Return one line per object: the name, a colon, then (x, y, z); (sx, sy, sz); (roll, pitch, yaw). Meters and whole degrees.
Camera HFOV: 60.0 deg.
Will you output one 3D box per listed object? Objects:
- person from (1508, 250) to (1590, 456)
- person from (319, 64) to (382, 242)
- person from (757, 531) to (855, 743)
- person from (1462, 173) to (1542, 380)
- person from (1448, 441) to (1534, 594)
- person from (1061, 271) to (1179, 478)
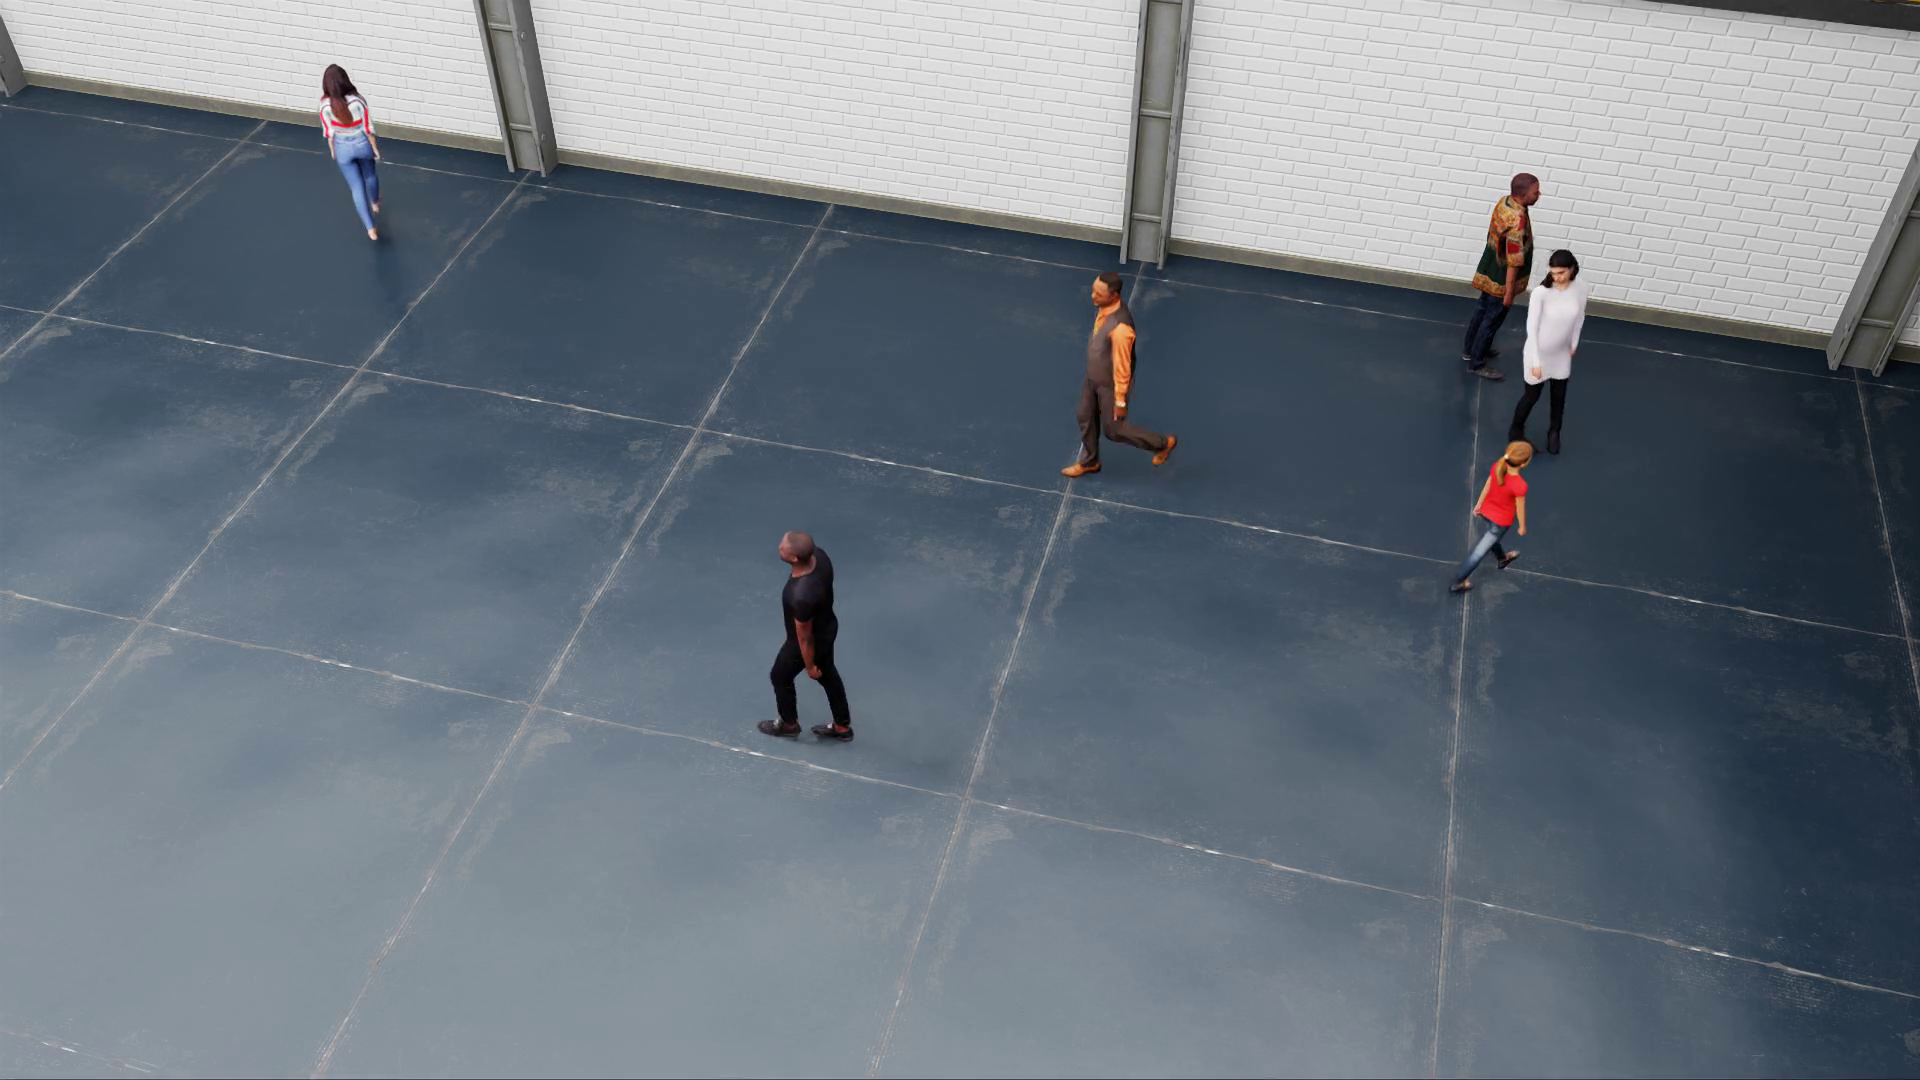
person: (4.373, -1.436, 12.540); (0.763, 1.783, 0.872); (-19, 47, -19)
person: (-5.377, -3.418, 14.770); (1.075, 1.576, 1.038); (-13, 45, -14)
person: (-0.846, 0.635, 10.355); (0.854, 1.798, 0.680); (13, 45, 13)
person: (4.305, -2.118, 13.237); (0.717, 1.808, 0.743); (3, 44, 3)
person: (3.665, -0.134, 11.539); (0.937, 1.279, 0.826); (-17, 46, -17)
person: (1.211, -1.179, 12.200); (1.221, 1.880, 1.039); (-6, 44, -7)
